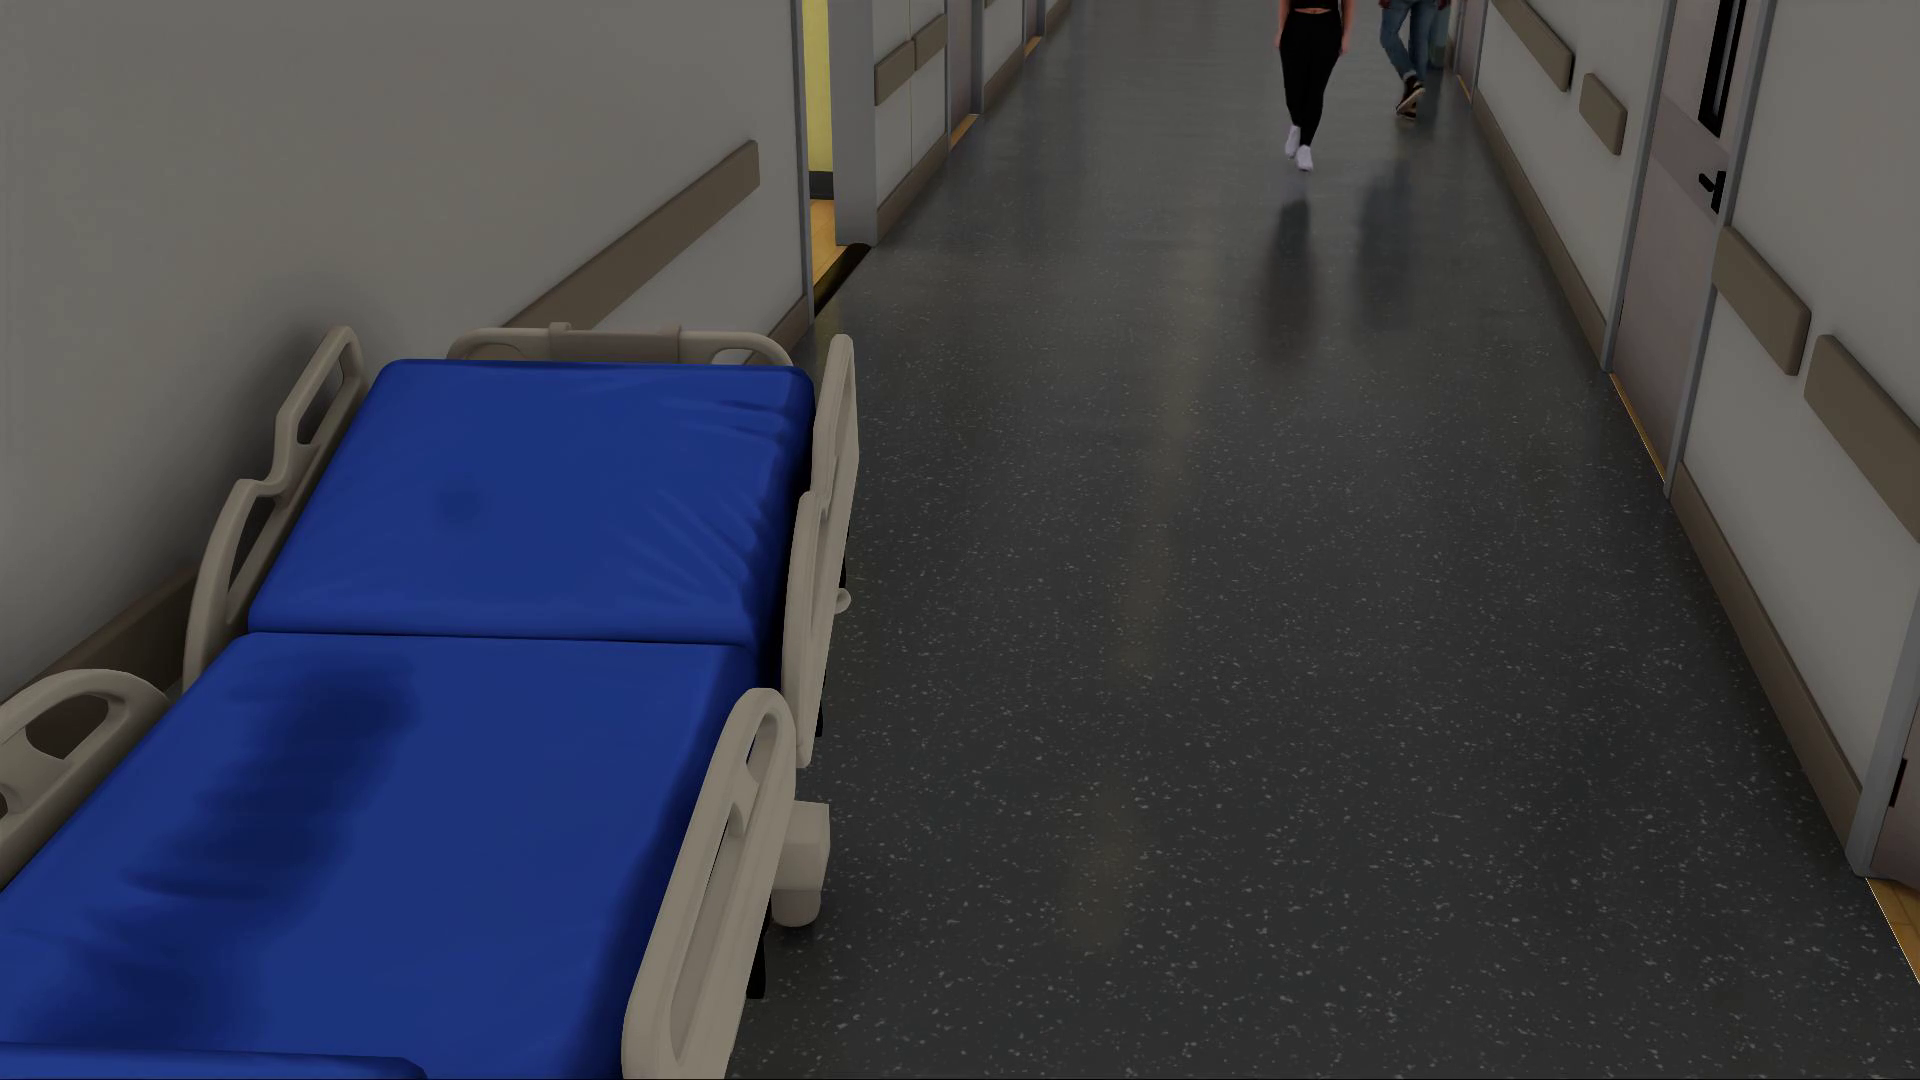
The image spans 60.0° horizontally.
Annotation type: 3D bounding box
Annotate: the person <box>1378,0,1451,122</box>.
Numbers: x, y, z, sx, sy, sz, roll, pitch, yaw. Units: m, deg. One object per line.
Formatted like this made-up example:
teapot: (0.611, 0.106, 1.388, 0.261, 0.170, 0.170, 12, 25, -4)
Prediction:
person: (3.118, -3.733, 11.222, 0.823, 1.807, 0.899, -4, 26, -9)

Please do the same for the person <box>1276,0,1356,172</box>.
person: (2.130, -3.072, 10.057, 0.574, 1.628, 0.661, 4, 26, 8)
